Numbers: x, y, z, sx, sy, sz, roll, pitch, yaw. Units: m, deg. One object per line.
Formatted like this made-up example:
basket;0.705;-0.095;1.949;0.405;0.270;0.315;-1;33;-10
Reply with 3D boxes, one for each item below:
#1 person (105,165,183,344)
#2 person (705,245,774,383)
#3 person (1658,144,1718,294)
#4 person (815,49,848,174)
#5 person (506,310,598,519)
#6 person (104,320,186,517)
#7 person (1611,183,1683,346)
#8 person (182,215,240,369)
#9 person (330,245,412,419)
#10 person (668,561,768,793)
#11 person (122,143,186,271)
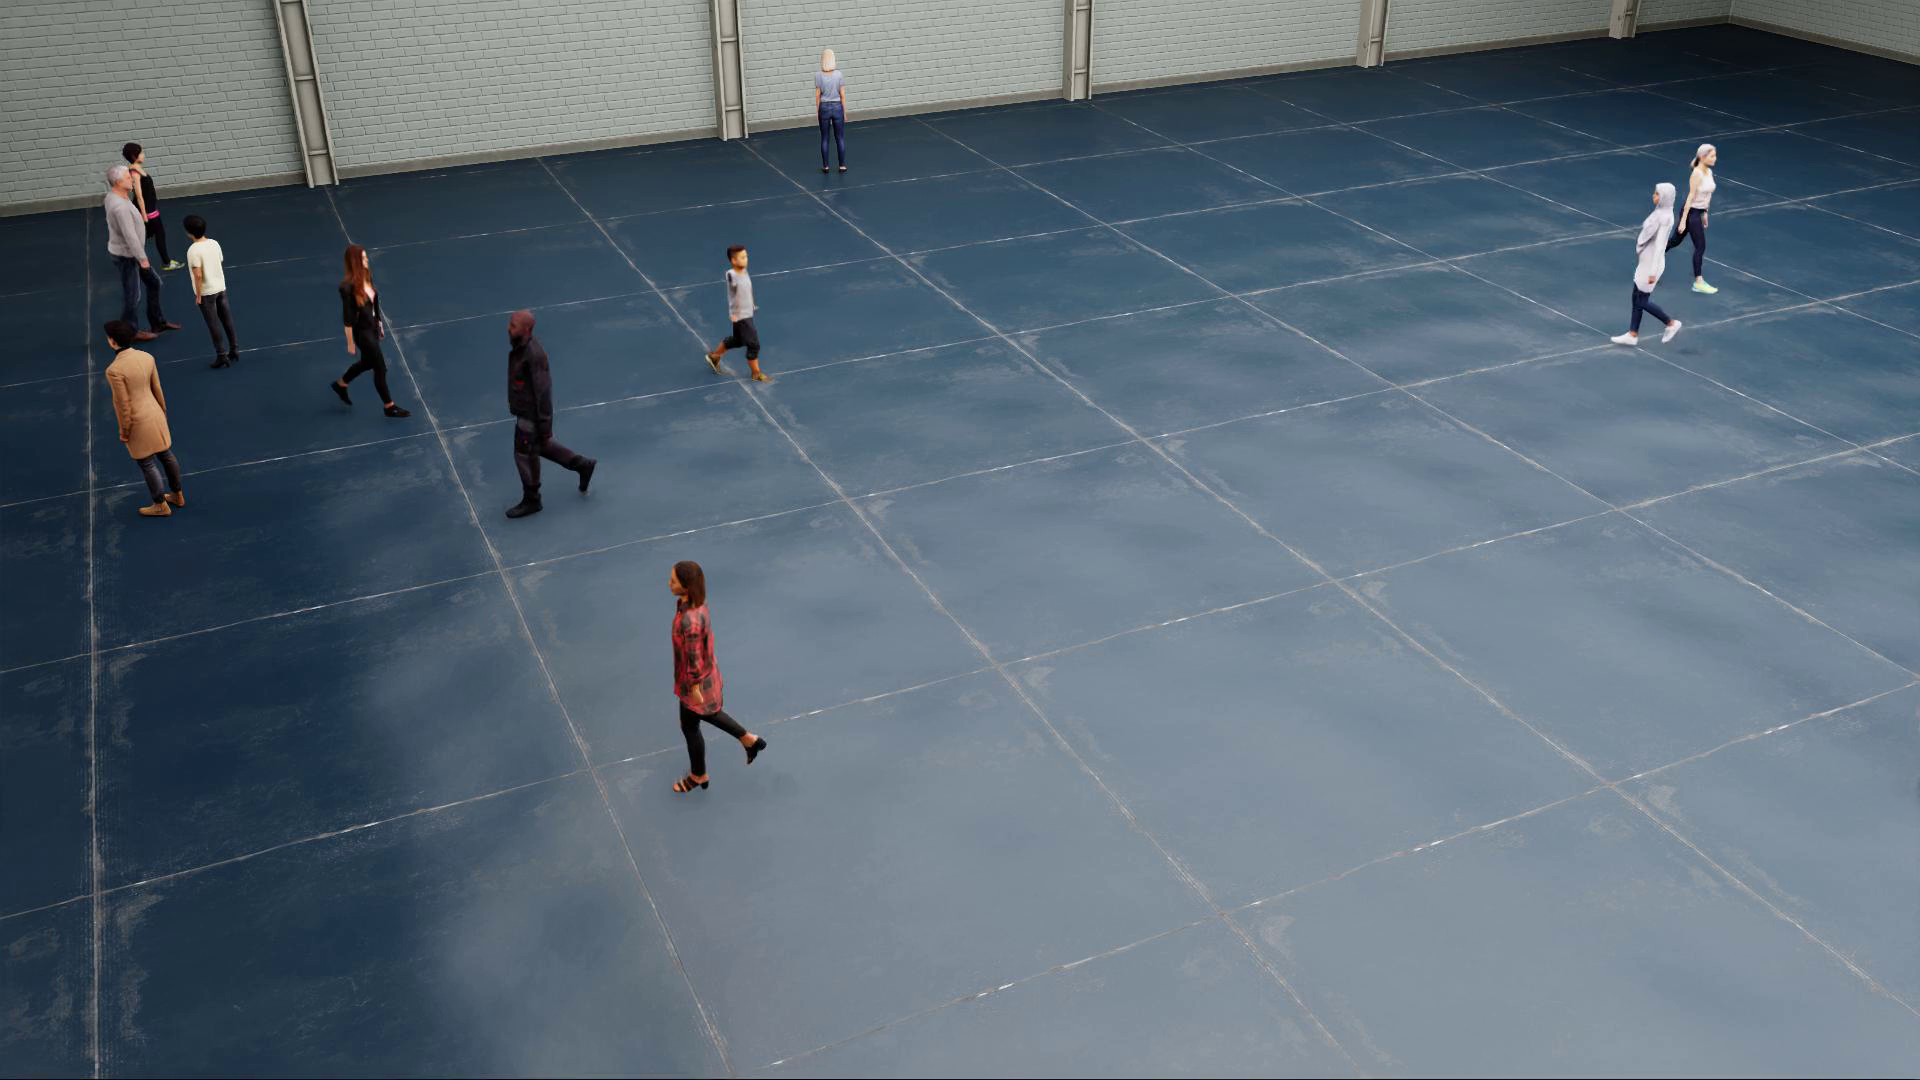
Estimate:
person;-8.834;-2.979;17.497;0.787;1.885;0.742;-12;30;-22
person;-2.266;-2.331;16.763;1.049;1.431;0.968;8;29;15
person;8.302;-3.704;19.096;1.025;1.661;1.184;21;35;34
person;-1.816;-6.033;23.404;0.578;1.722;0.708;-1;28;-1
person;-3.514;-1.104;14.066;1.067;1.801;0.682;-13;31;-23
person;-6.886;-1.029;14.004;0.826;1.726;0.767;9;29;17
person;7.299;-2.841;17.368;1.002;1.762;0.905;6;29;12
person;-7.655;-2.545;16.996;0.691;1.590;0.643;9;29;16
person;-5.744;-1.968;15.814;1.168;1.681;1.023;5;29;10
person;-1.580;0.863;10.489;0.945;1.689;0.787;-3;28;-5
person;-9.680;-3.908;19.614;0.912;1.534;0.574;-14;31;-24
